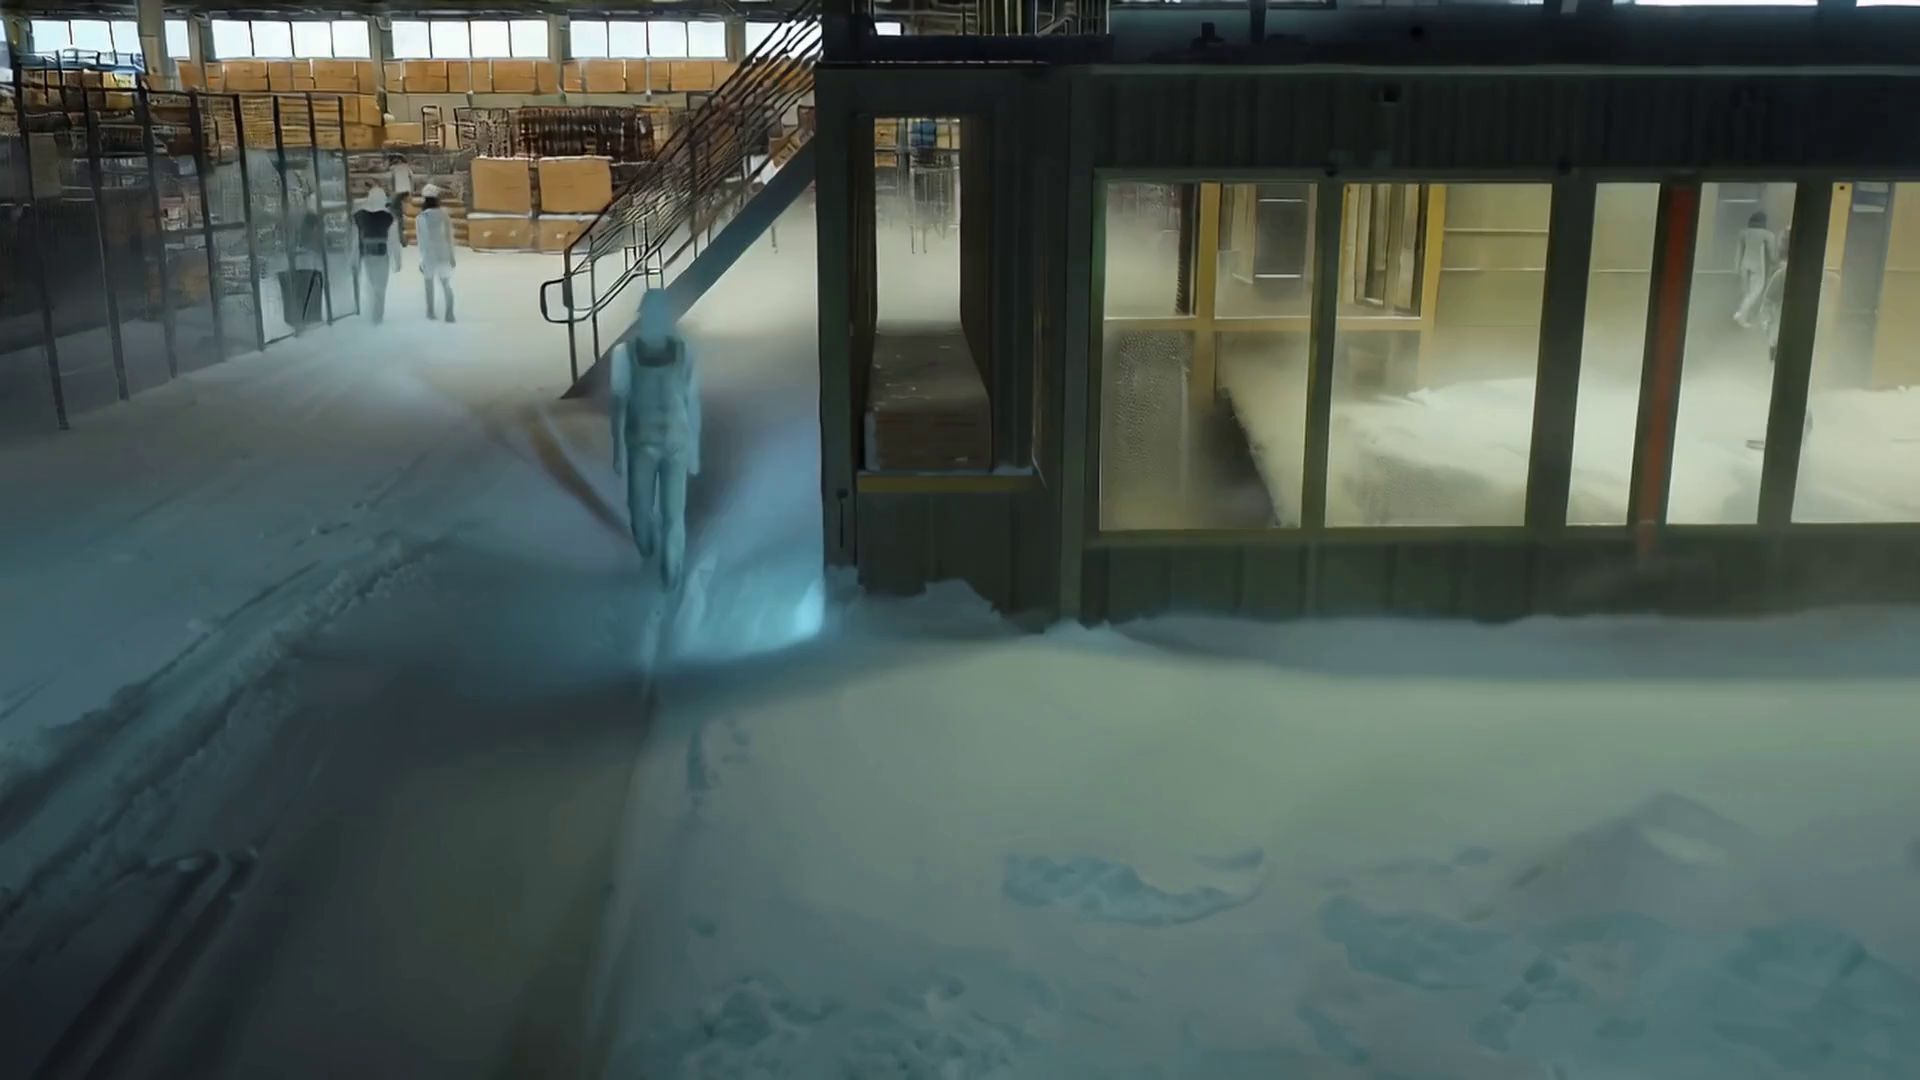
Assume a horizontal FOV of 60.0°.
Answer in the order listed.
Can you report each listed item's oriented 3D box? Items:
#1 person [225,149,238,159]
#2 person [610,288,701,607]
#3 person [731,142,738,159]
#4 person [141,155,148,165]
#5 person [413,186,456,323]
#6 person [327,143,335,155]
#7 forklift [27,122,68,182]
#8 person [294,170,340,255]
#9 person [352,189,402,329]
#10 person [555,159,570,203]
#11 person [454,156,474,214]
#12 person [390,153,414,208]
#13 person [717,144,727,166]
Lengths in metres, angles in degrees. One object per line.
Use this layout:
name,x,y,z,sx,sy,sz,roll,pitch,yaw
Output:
person,-29.150,-14.785,66.602,0.648,1.812,0.597,7,16,26
person,-1.760,-0.548,9.648,0.533,1.833,0.603,-4,15,-15
person,-11.605,-19.550,85.566,0.380,1.845,0.570,2,14,7
person,-40.551,-18.937,82.912,0.387,1.948,0.601,11,18,36
person,-7.342,-4.001,23.330,0.559,1.903,0.959,-8,16,-29
person,-34.567,-20.997,91.576,0.531,1.730,0.567,-12,18,-39
forklift,-35.376,-14.773,64.377,1.129,2.768,1.873,-1,14,-2
person,-13.750,-6.936,35.284,0.951,1.782,0.607,1,14,4
person,-7.975,-3.862,22.835,0.614,1.857,1.020,-1,14,-6
person,-14.032,-12.734,58.802,0.536,1.608,0.389,-2,14,-6
person,-12.906,-9.023,43.367,0.587,1.904,0.616,-9,16,-31
person,-14.862,-9.309,44.346,0.615,1.988,0.400,-7,15,-25
person,-10.962,-17.125,75.568,0.976,2.003,0.613,8,16,28
